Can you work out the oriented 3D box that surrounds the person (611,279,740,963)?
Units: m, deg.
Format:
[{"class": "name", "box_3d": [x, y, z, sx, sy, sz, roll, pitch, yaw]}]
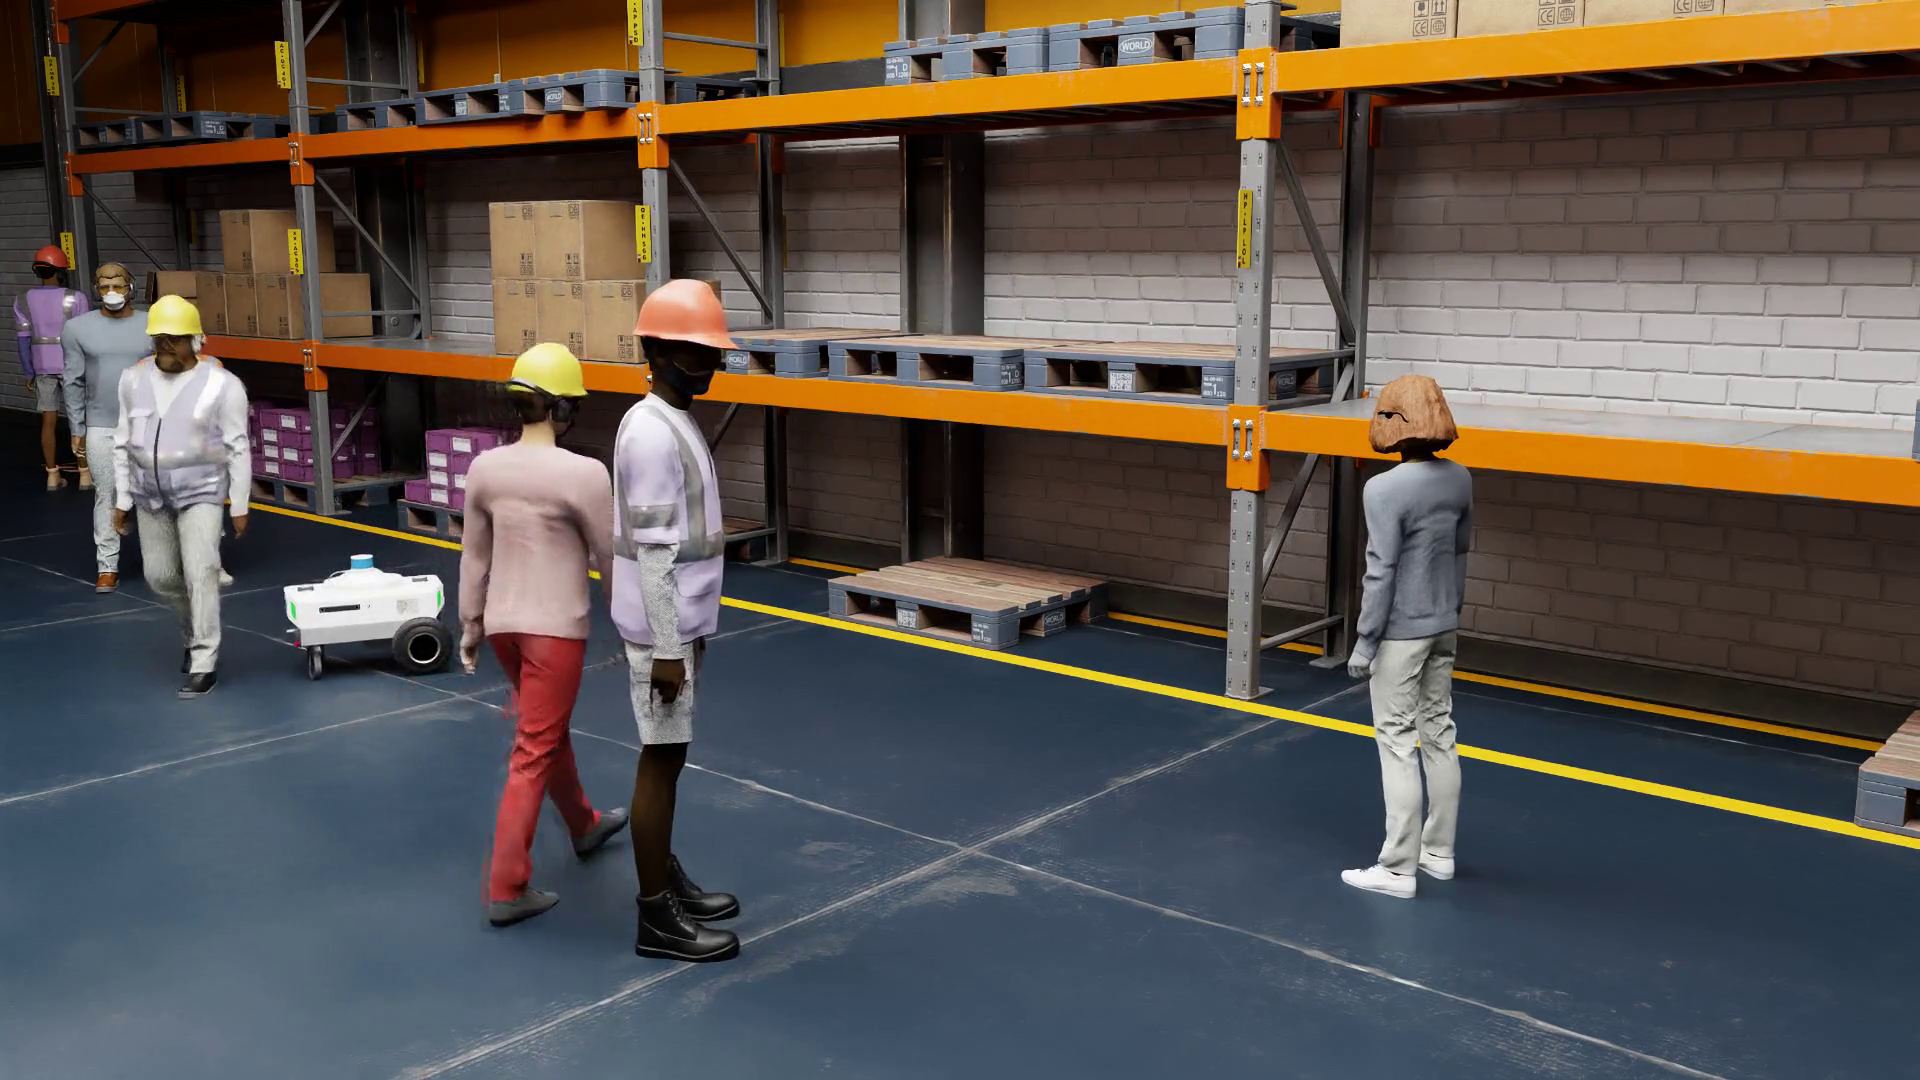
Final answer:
[{"class": "person", "box_3d": [-0.806, 0.227, 4.790, 0.376, 1.934, 0.547, -1, 10, -4]}]

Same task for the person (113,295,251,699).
[{"class": "person", "box_3d": [-3.570, -0.210, 7.665, 0.601, 1.835, 0.606, 1, 10, 4]}]

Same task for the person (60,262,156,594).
[{"class": "person", "box_3d": [-4.929, -0.660, 9.828, 0.627, 1.940, 0.372, -5, 11, -26]}]

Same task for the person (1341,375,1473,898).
[{"class": "person", "box_3d": [1.408, 0.301, 5.221, 0.505, 1.632, 0.269, -8, 13, -39]}]

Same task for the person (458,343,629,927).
[{"class": "person", "box_3d": [-1.227, 0.263, 5.162, 0.520, 1.725, 0.849, 6, 12, 30]}]

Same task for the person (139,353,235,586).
[{"class": "person", "box_3d": [-4.580, -0.543, 9.850, 0.318, 1.697, 0.533, 8, 13, 39]}]

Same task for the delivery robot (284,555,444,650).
[{"class": "delivery robot", "box_3d": [-2.850, 0.314, 7.954, 0.707, 0.478, 0.477, -5, 11, -24]}]

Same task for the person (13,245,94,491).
[{"class": "person", "box_3d": [-7.525, -1.431, 13.916, 0.605, 2.045, 0.378, -1, 10, -5]}]
